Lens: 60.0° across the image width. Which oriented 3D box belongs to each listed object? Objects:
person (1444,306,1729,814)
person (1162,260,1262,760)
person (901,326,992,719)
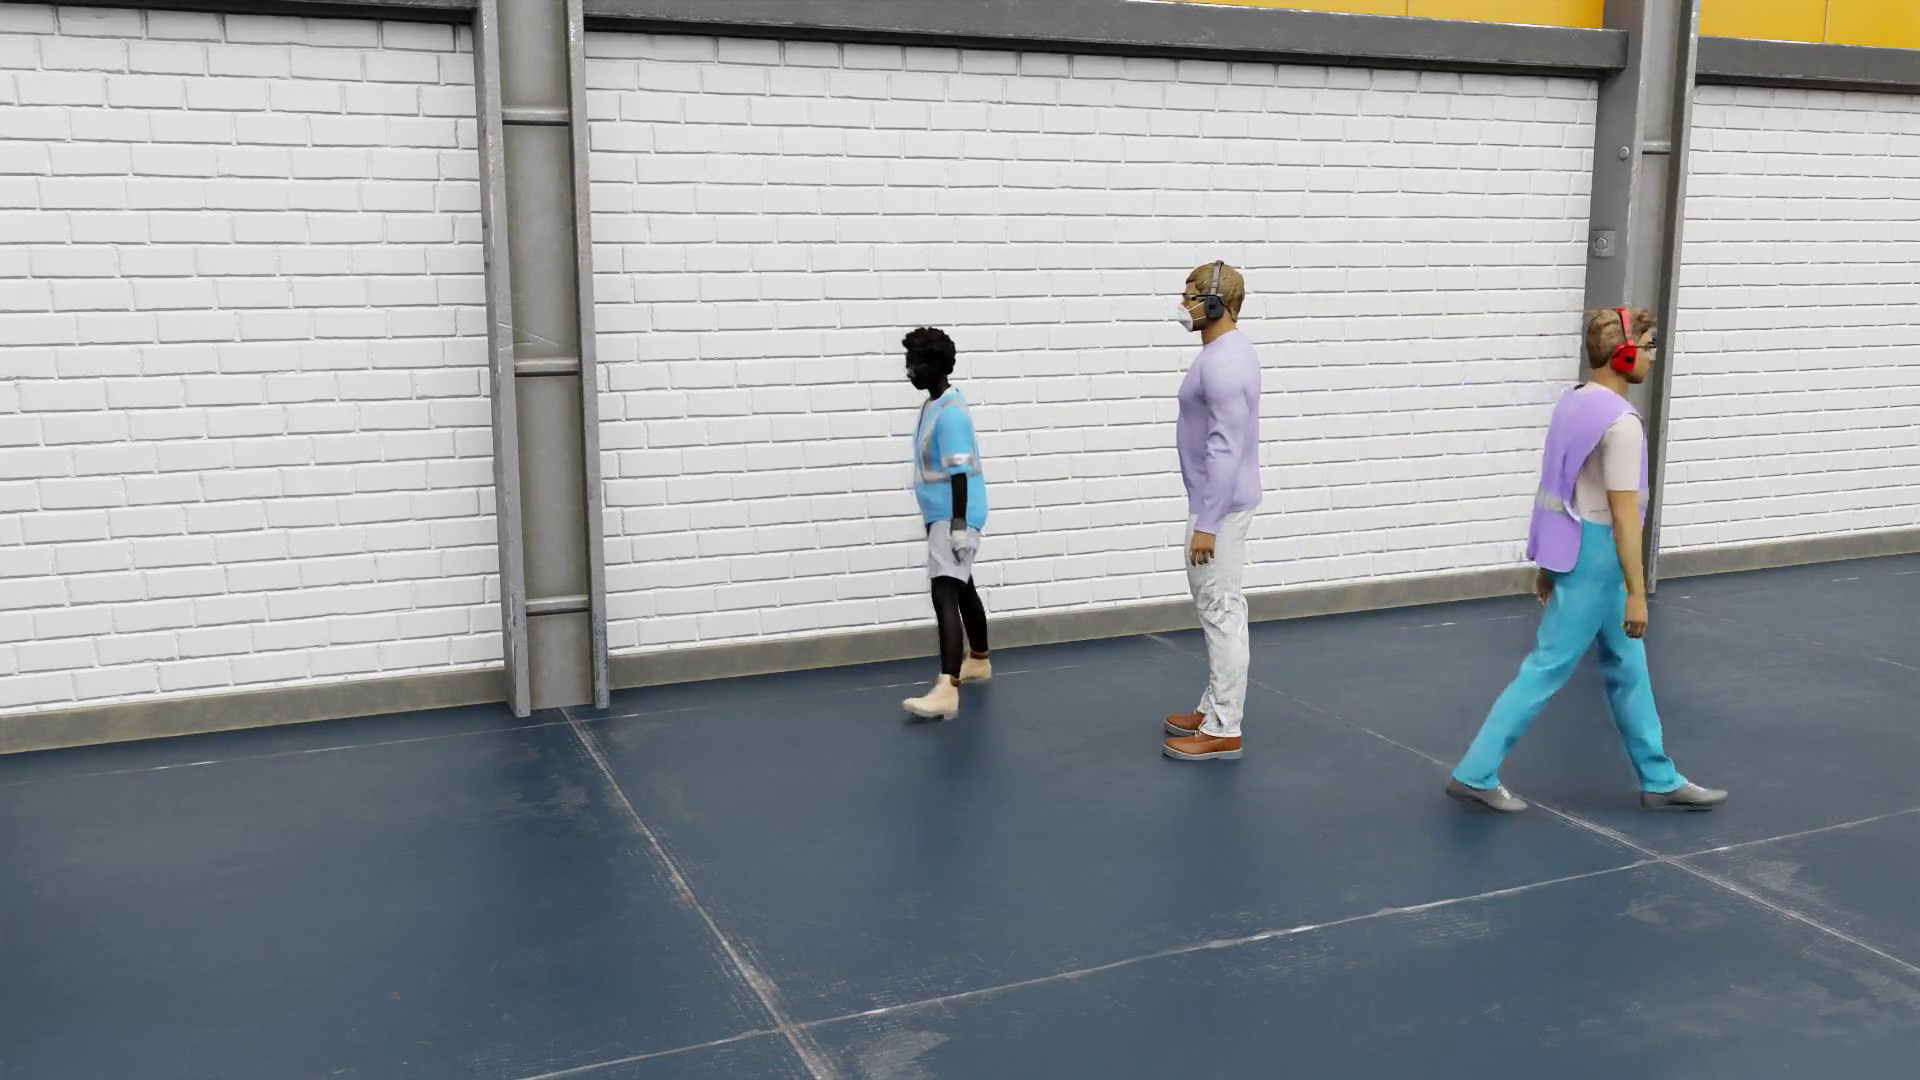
[{"bbox_3d":[2.193,0.093,5.762,0.994,1.799,0.579,1,10,5],"label":"person"},{"bbox_3d":[0.989,-0.110,6.488,0.371,1.941,0.627,2,10,11],"label":"person"},{"bbox_3d":[-0.053,-0.091,7.185,0.468,1.662,0.698,-1,10,-7],"label":"person"}]
